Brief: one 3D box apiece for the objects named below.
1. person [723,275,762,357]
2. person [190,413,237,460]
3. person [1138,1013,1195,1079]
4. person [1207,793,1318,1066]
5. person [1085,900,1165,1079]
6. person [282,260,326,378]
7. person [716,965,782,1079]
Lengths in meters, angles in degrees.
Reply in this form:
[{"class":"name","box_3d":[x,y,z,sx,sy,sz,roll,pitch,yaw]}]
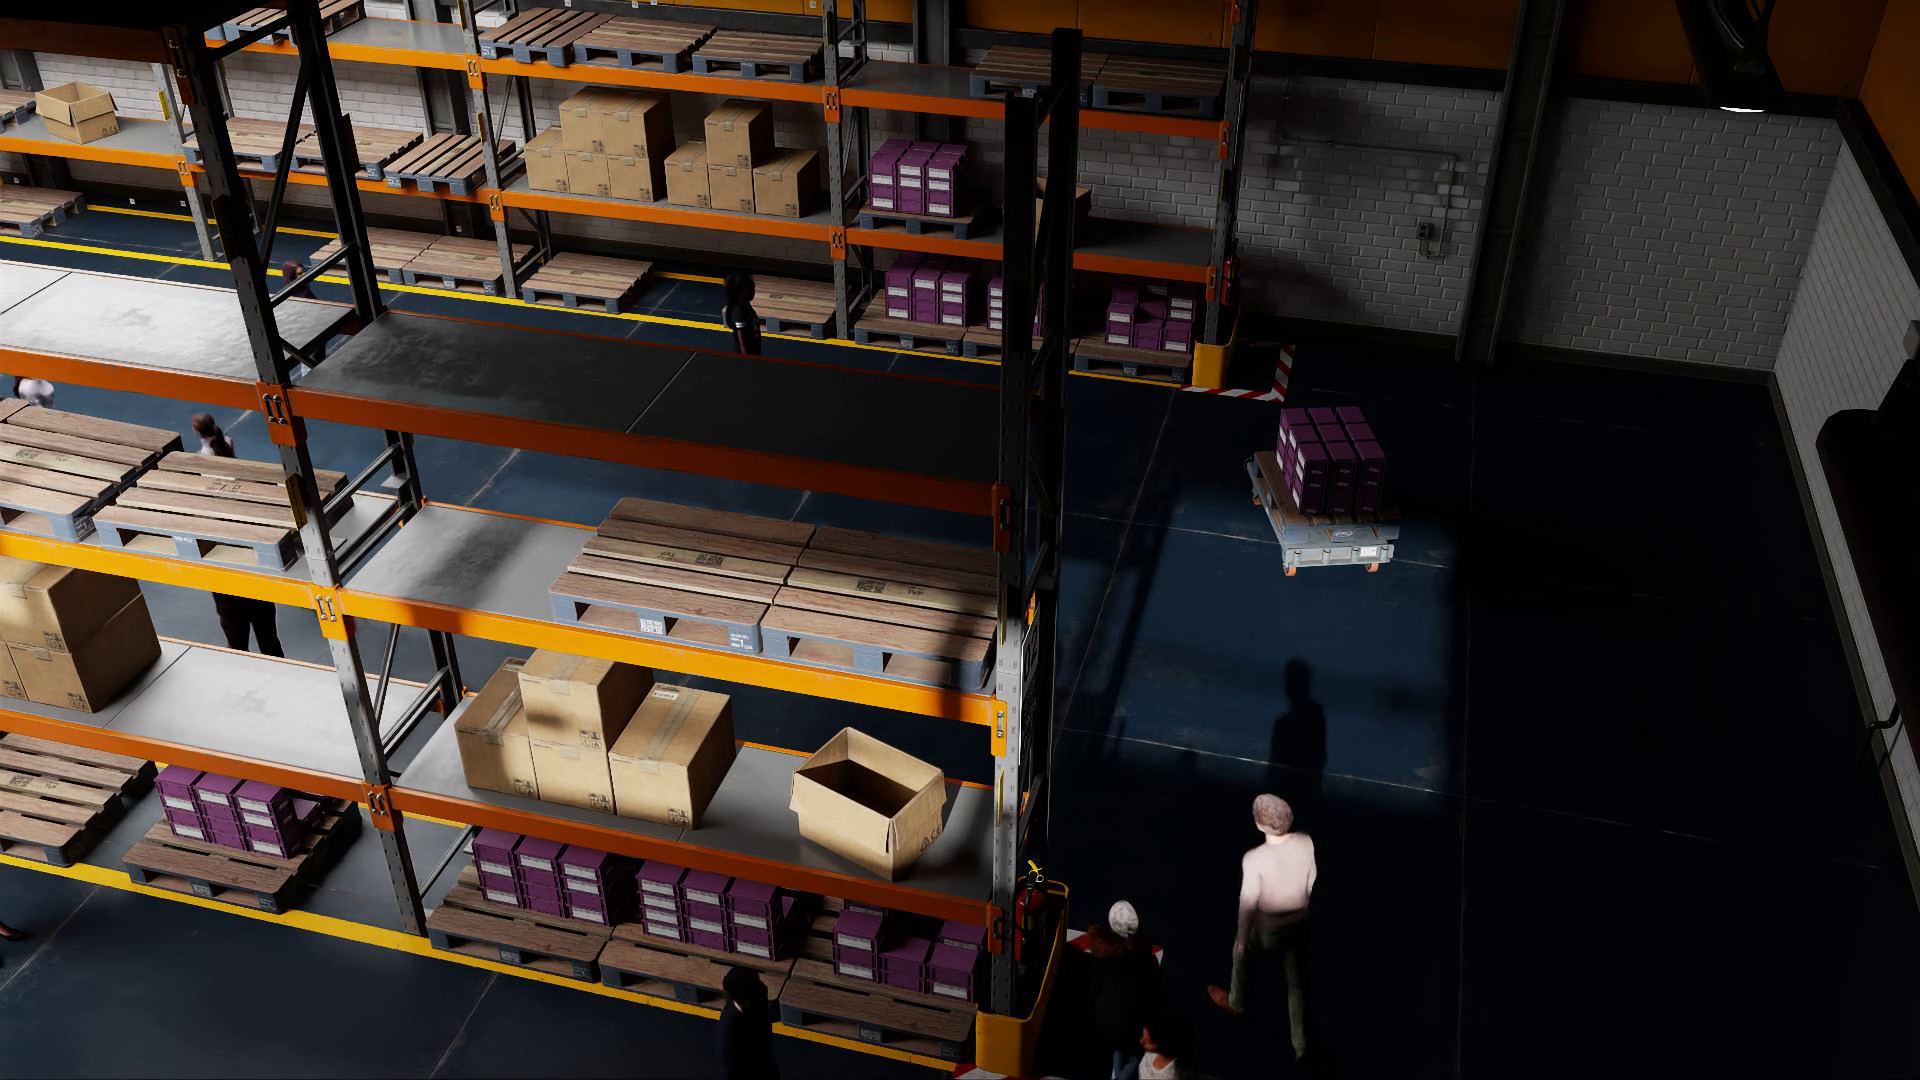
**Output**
[{"class":"person","box_3d":[-2.050,-1.743,15.969,0.673,1.742,0.683,-2,34,-3]},{"class":"person","box_3d":[-6.136,-0.375,14.101,1.089,1.532,0.734,20,38,27]},{"class":"person","box_3d":[1.160,3.078,8.823,0.680,1.624,0.628,1,34,2]},{"class":"person","box_3d":[1.903,2.314,9.786,1.070,1.830,1.091,-9,35,-13]},{"class":"person","box_3d":[0.901,2.726,9.358,0.892,1.617,0.905,23,40,30]},{"class":"person","box_3d":[-6.465,-2.037,16.532,0.563,1.609,0.620,4,34,5]},{"class":"person","box_3d":[-1.210,2.890,9.030,0.764,1.707,0.658,6,34,8]}]
